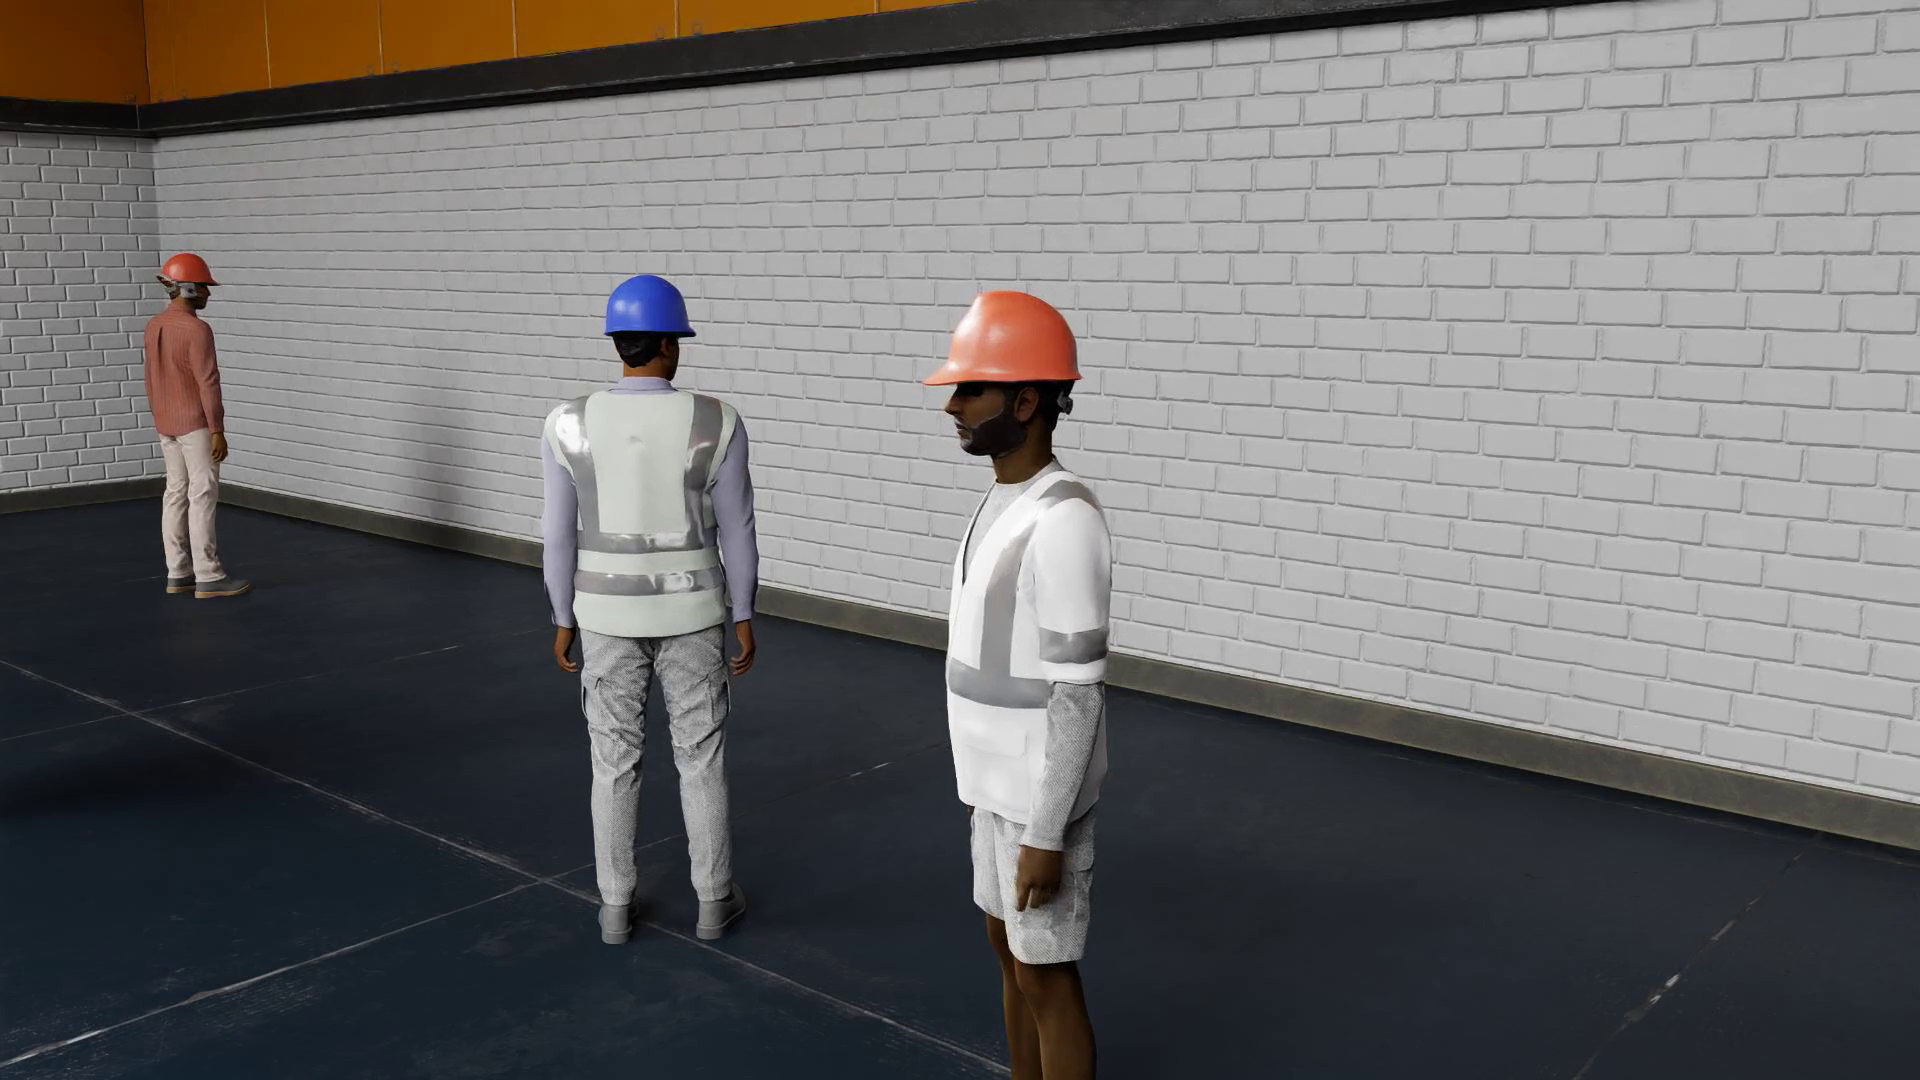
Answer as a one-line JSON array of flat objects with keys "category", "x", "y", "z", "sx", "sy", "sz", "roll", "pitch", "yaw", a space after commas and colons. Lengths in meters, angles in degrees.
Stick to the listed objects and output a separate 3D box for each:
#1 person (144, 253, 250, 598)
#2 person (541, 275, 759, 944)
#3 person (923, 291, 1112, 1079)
[{"category": "person", "x": -4.465, "y": -0.662, "z": 9.689, "sx": 0.621, "sy": 1.989, "sz": 0.398, "roll": 7, "pitch": 12, "yaw": 34}, {"category": "person", "x": -0.891, "y": 0.212, "z": 4.845, "sx": 0.614, "sy": 1.943, "sz": 0.397, "roll": -1, "pitch": 10, "yaw": -4}, {"category": "person", "x": 0.108, "y": 0.479, "z": 3.343, "sx": 0.361, "sy": 1.940, "sz": 0.543, "roll": -2, "pitch": 10, "yaw": -13}]
